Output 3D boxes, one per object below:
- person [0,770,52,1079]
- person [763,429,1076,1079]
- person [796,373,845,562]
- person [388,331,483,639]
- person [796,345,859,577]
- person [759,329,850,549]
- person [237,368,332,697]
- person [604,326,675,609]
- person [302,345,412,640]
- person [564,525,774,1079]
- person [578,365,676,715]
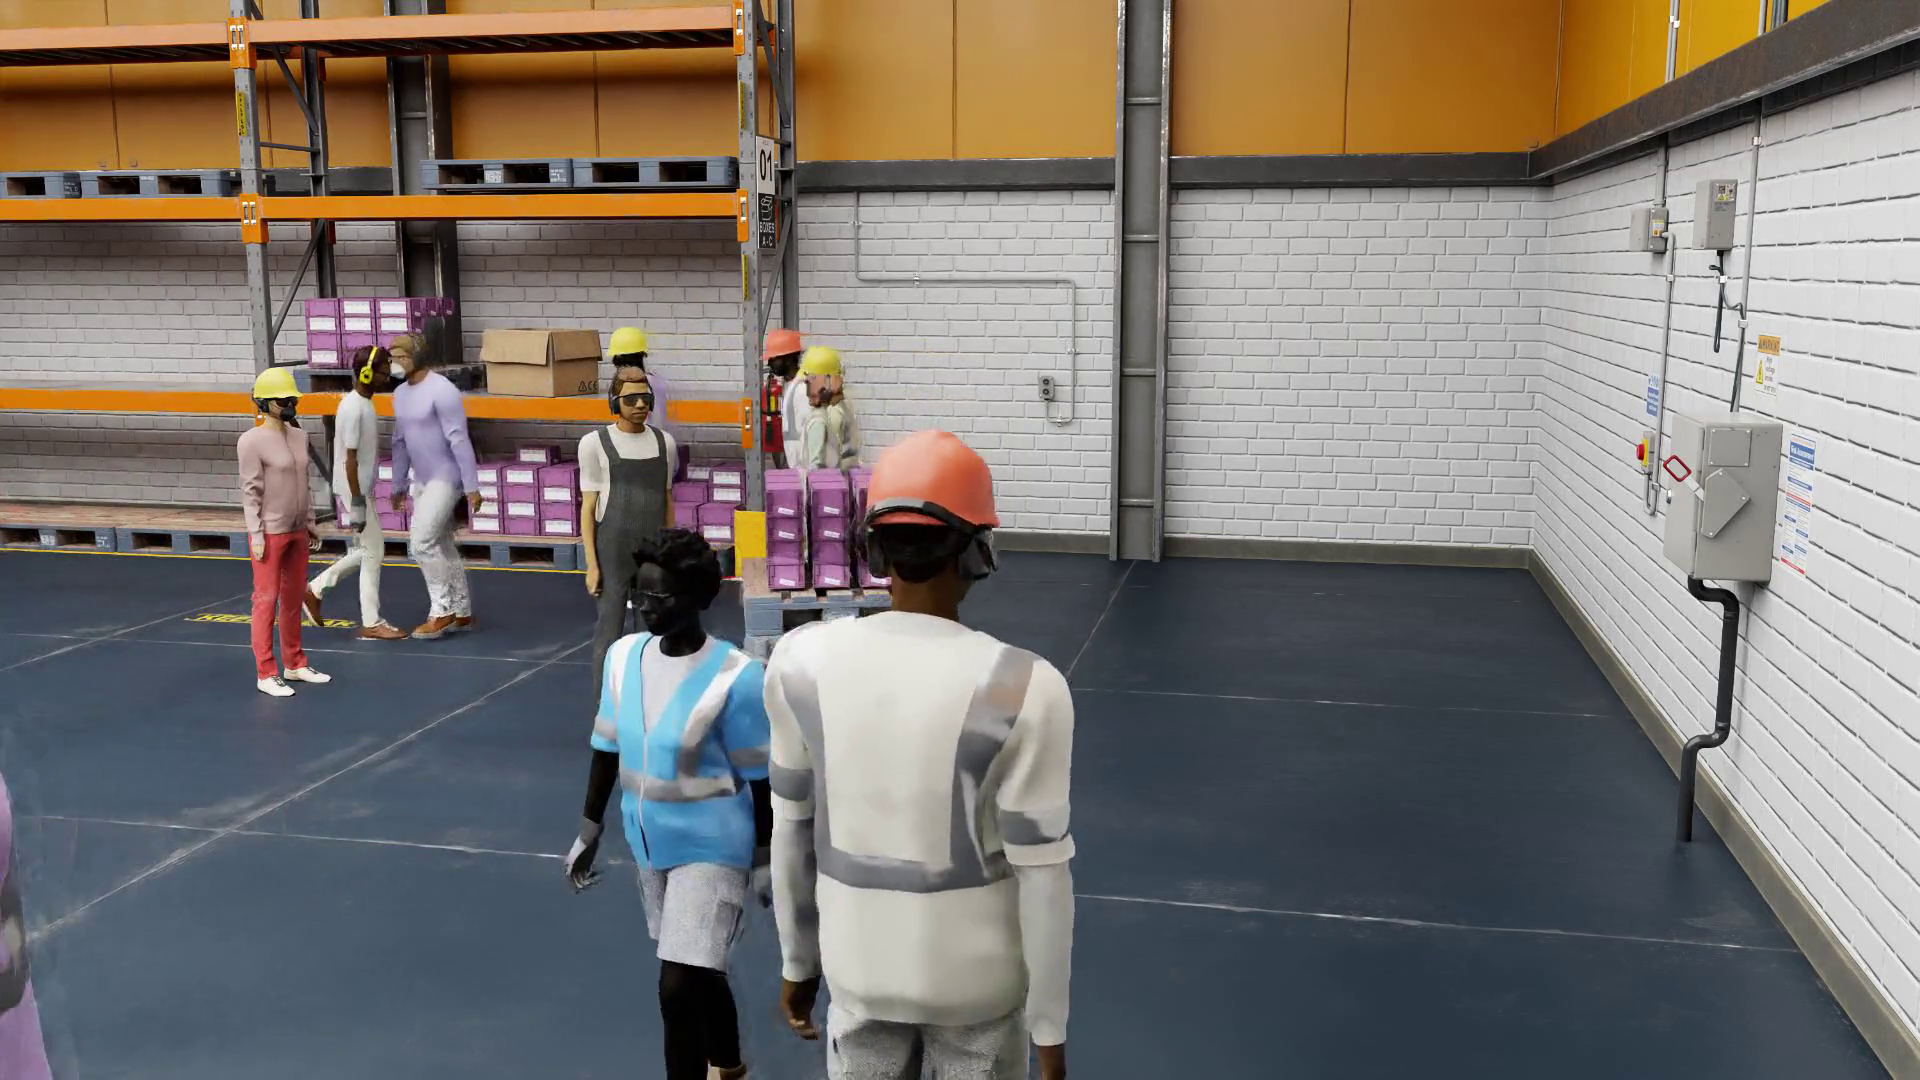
[{"bbox_3d":[-1.591,0.910,2.504,0.633,2.023,0.456,6,11,32],"label":"person"},{"bbox_3d":[-0.096,0.813,3.071,0.621,2.021,0.665,4,10,20],"label":"person"},{"bbox_3d":[-0.892,-0.257,10.681,0.395,1.621,0.559,-1,9,-3],"label":"person"},{"bbox_3d":[-3.277,-0.324,10.253,0.673,1.909,0.605,9,13,44],"label":"person"},{"bbox_3d":[-0.873,-0.381,10.932,0.412,1.798,0.616,0,9,1],"label":"person"},{"bbox_3d":[-0.976,-0.540,11.664,0.878,1.893,0.564,-2,10,-12],"label":"person"},{"bbox_3d":[-3.669,-0.049,9.027,0.314,1.769,0.523,3,10,15],"label":"person"},{"bbox_3d":[-2.051,-0.473,11.133,0.600,1.910,0.602,0,9,-3],"label":"person"},{"bbox_3d":[-3.727,-0.274,10.157,0.638,1.837,0.577,-2,10,-11],"label":"person"},{"bbox_3d":[-0.758,0.804,4.172,0.542,1.673,0.706,7,12,38],"label":"person"},{"bbox_3d":[-1.561,0.091,7.944,0.506,1.847,0.344,-7,12,-38],"label":"person"}]
